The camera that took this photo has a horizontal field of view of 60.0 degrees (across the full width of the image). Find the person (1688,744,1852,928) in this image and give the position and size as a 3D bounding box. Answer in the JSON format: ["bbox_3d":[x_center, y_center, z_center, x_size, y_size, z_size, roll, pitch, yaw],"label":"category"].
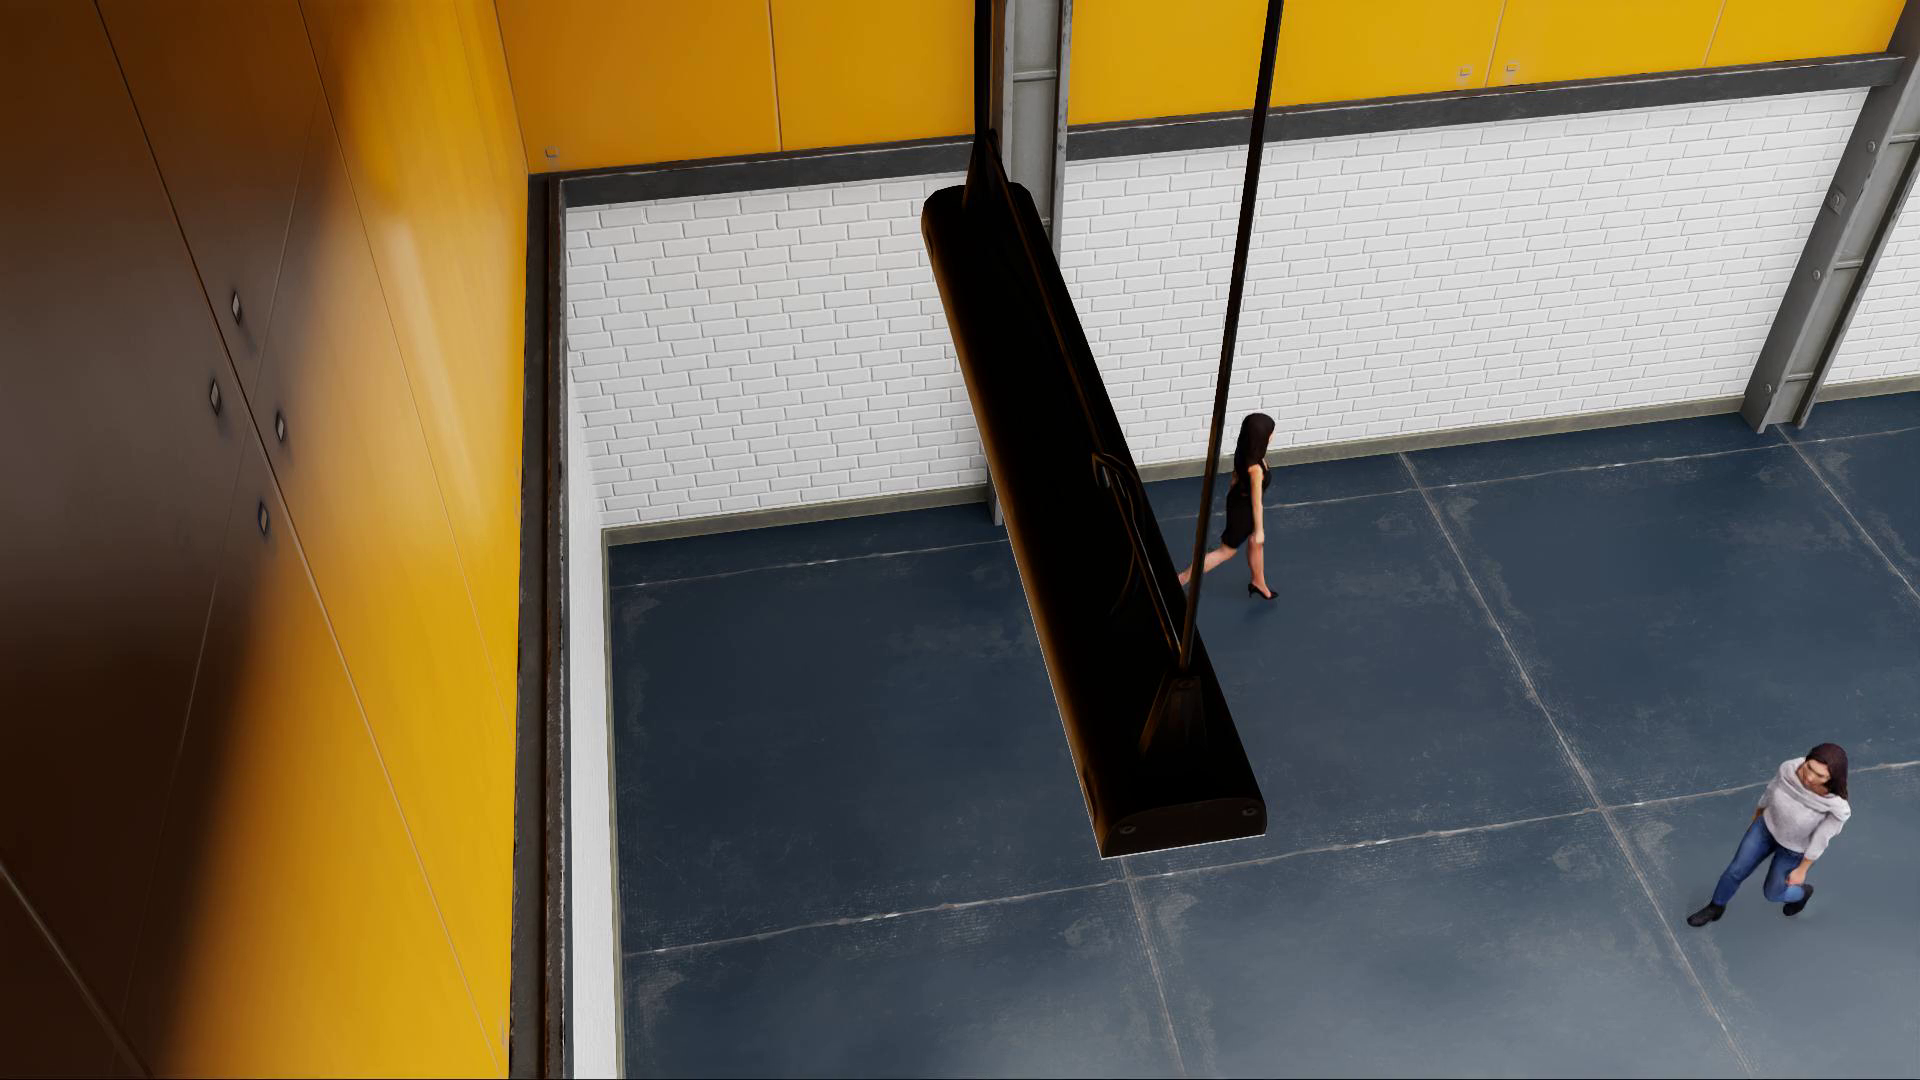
[{"bbox_3d":[4.554,1.643,9.086,0.966,1.611,0.750,-15,46,-16],"label":"person"}]

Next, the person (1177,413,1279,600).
[{"bbox_3d":[1.779,-0.151,10.964,1.073,1.618,0.671,-1,44,-1],"label":"person"}]
